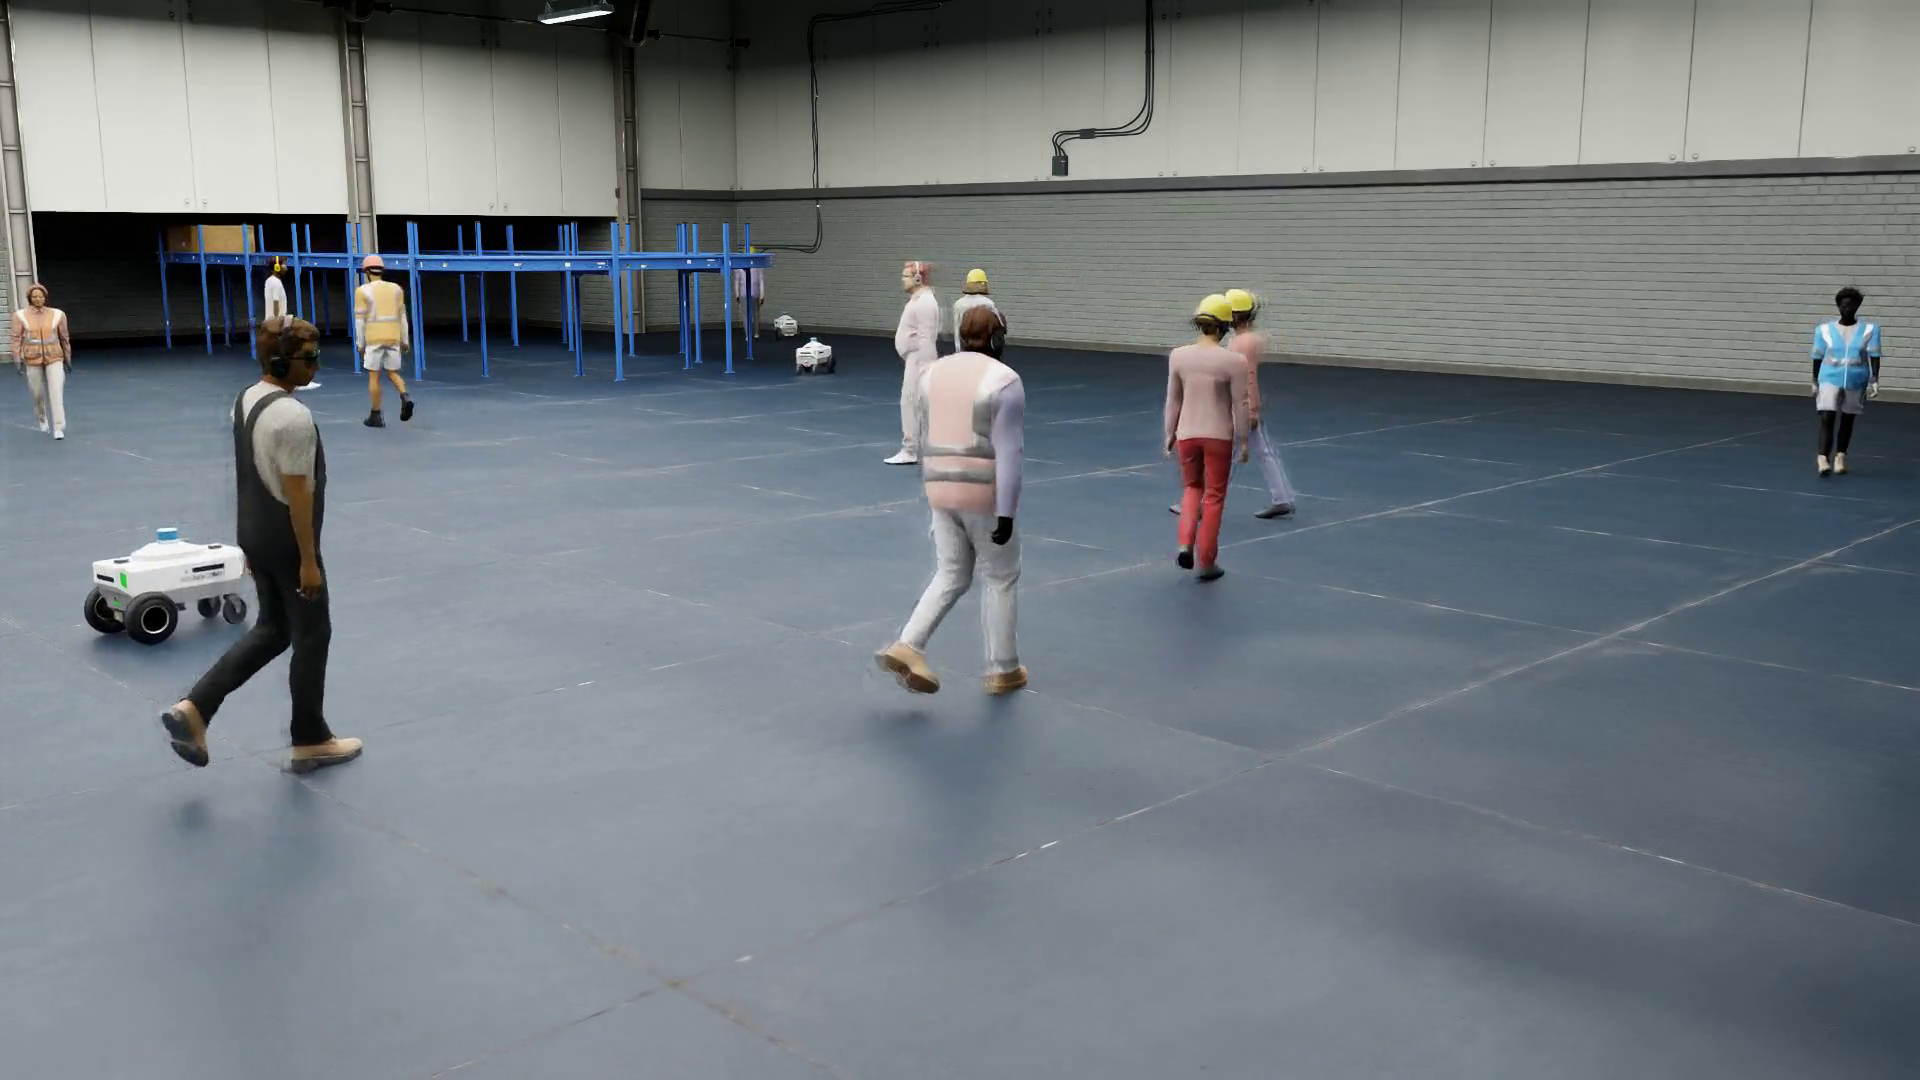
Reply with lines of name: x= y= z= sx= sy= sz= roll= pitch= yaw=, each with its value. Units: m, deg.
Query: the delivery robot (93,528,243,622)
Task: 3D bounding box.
delivery robot: x=-4.255 y=0.179 z=8.968 sx=0.477 sy=0.478 sz=0.707 roll=8 pitch=13 yaw=36

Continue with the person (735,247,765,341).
person: x=-4.219 y=-4.951 z=33.519 sx=0.593 sy=1.861 sz=1.032 roll=-1 pitch=10 yaw=-5

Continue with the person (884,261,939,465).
person: x=-0.308 y=-1.650 z=15.476 sx=0.752 sy=1.886 sz=0.652 roll=-1 pitch=10 yaw=-6

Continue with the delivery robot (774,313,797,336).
delivery robot: x=-3.555 y=-4.395 z=33.906 sx=0.477 sy=0.478 sz=0.707 roll=-4 pitch=11 yaw=-19

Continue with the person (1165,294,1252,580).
person: x=1.540 y=-0.632 z=10.256 sx=0.544 sy=1.750 sz=0.375 roll=7 pitch=12 yaw=32

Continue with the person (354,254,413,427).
person: x=-6.392 y=-2.219 z=18.512 sx=0.593 sy=1.902 sz=0.673 roll=-9 pitch=14 yaw=-41

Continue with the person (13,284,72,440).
person: x=-9.651 y=-1.889 z=17.514 sx=0.525 sy=1.616 sz=0.717 roll=-5 pitch=12 yaw=-27

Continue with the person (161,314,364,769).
person: x=-2.698 y=0.045 z=6.418 sx=0.520 sy=1.818 sz=0.691 roll=9 pitch=14 yaw=41

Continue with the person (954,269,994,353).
person: x=0.172 y=-2.106 z=18.332 sx=0.487 sy=1.740 sz=0.312 roll=5 pitch=12 yaw=26

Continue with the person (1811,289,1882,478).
person: x=7.751 y=-1.371 z=14.581 sx=0.544 sy=1.641 sz=0.894 roll=4 pitch=11 yaw=23

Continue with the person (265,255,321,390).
person: x=-9.144 y=-2.938 z=22.620 sx=0.829 sy=1.841 sz=0.515 roll=-8 pitch=13 yaw=-36

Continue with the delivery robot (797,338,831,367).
delivery robot: x=-2.248 y=-2.872 z=25.606 sx=0.477 sy=0.478 sz=0.707 roll=3 pitch=11 yaw=16

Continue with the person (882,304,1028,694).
person: x=0.002 y=-0.167 z=7.602 sx=0.645 sy=1.804 sz=0.717 roll=8 pitch=13 yaw=37

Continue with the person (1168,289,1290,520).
person: x=2.063 y=-1.003 z=12.395 sx=0.932 sy=1.714 sz=0.534 roll=0 pitch=10 yaw=2
